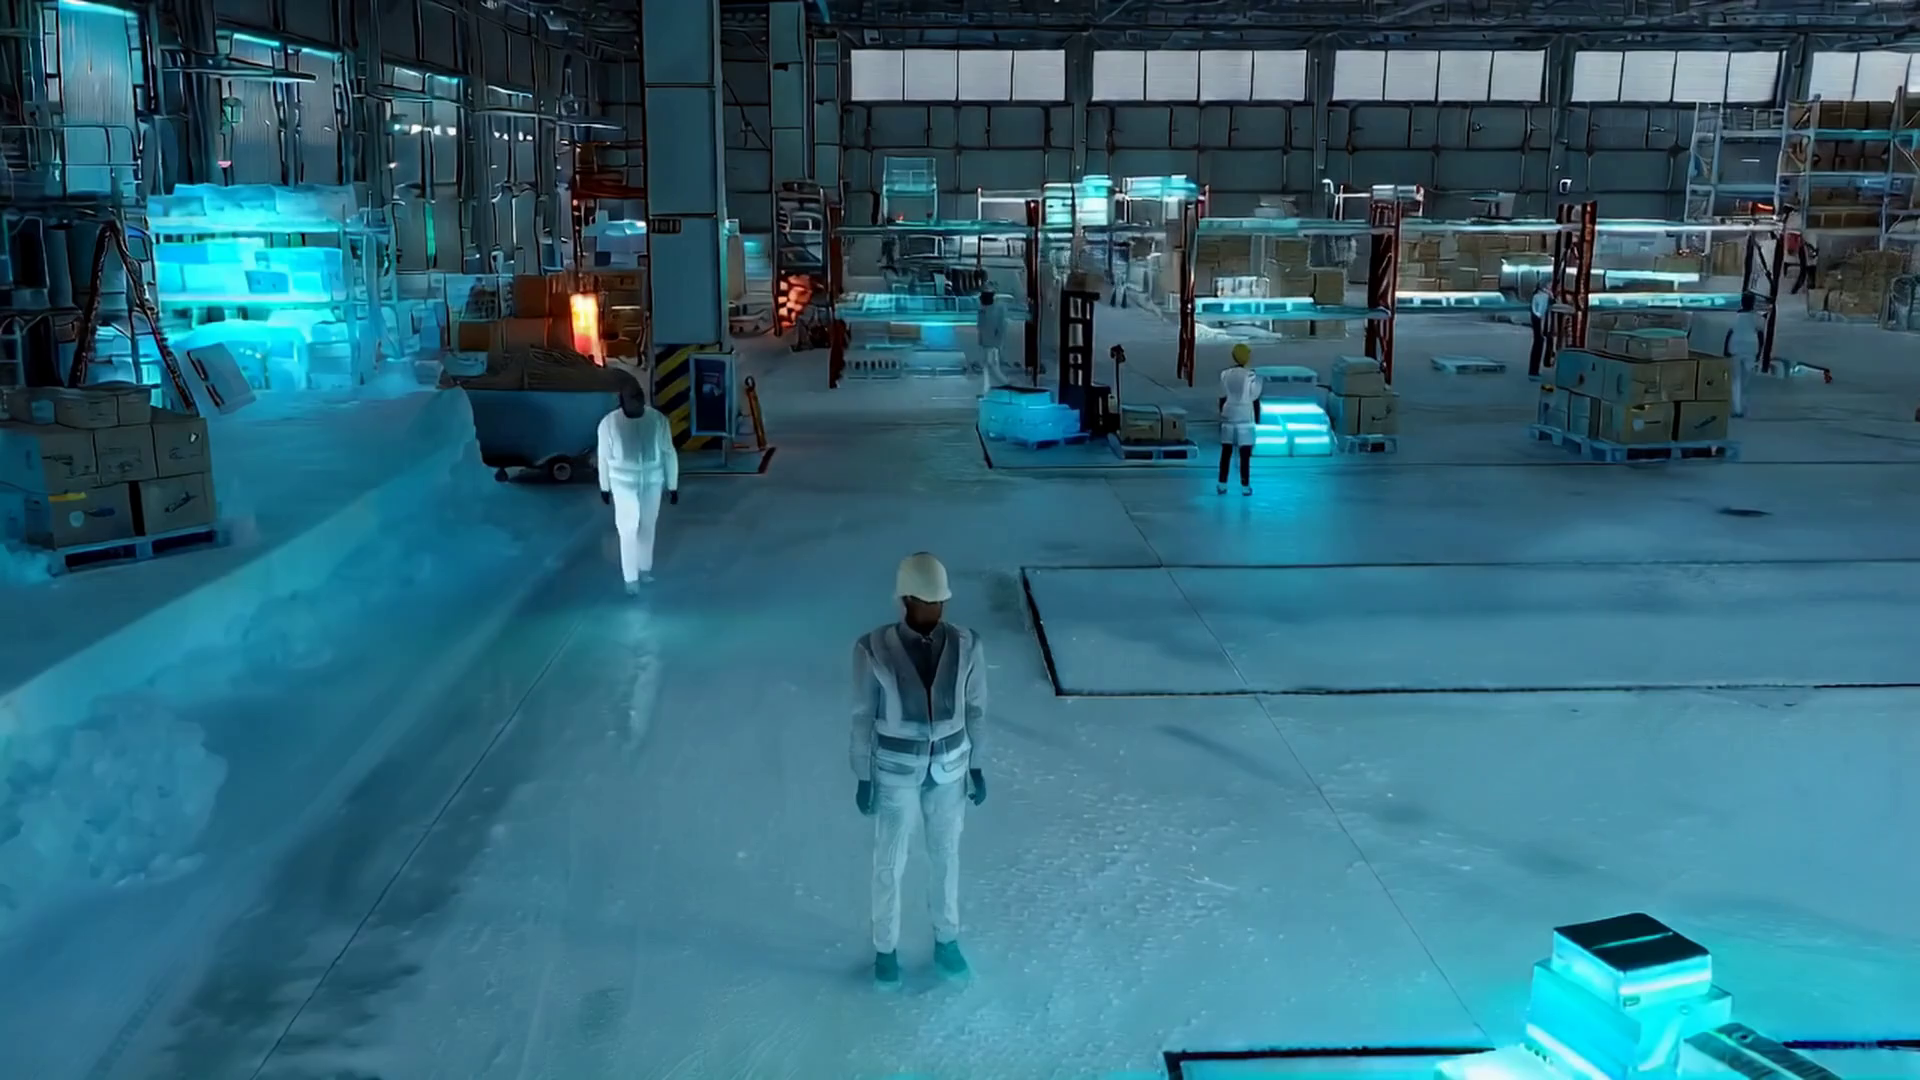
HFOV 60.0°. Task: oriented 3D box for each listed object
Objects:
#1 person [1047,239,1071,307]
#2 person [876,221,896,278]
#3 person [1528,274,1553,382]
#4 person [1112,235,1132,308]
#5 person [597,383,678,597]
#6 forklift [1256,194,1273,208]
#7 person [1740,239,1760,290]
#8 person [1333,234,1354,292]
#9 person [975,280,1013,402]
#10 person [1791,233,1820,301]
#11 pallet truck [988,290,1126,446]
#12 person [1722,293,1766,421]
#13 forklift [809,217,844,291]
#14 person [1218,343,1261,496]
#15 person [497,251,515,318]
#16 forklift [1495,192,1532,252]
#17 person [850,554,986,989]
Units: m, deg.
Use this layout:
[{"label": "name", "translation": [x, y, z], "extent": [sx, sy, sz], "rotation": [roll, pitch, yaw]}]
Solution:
[{"label": "person", "translation": [2.573, -6.905, 43.250], "extent": [0.593, 1.861, 0.746], "rotation": [-7, 14, -28]}, {"label": "person", "translation": [-2.417, -9.817, 56.259], "extent": [0.855, 1.916, 0.635], "rotation": [4, 13, 16]}, {"label": "person", "translation": [9.945, -3.629, 28.467], "extent": [0.346, 1.845, 0.505], "rotation": [3, 13, 15]}, {"label": "person", "translation": [4.269, -7.084, 43.871], "extent": [0.573, 1.926, 0.504], "rotation": [-4, 13, -19]}, {"label": "person", "translation": [-2.724, -0.434, 14.151], "extent": [0.636, 1.789, 0.938], "rotation": [-5, 13, -20]}, {"label": "forklift", "translation": [10.014, -9.992, 54.833], "extent": [1.873, 2.768, 1.129], "rotation": [0, 12, -2]}, {"label": "person", "translation": [23.969, -8.391, 50.472], "extent": [0.385, 1.629, 0.531], "rotation": [-11, 17, -42]}, {"label": "person", "translation": [11.493, -8.418, 49.902], "extent": [0.626, 1.927, 0.427], "rotation": [2, 13, 9]}, {"label": "person", "translation": [0.516, -3.102, 25.925], "extent": [0.561, 1.910, 0.612], "rotation": [-10, 16, -38]}, {"label": "person", "translation": [23.522, -7.578, 46.183], "extent": [0.598, 1.898, 0.720], "rotation": [-3, 13, -13]}, {"label": "pallet truck", "translation": [1.257, -2.299, 22.111], "extent": [1.885, 1.965, 0.823], "rotation": [-9, 15, -35]}, {"label": "person", "translation": [11.367, -2.669, 24.161], "extent": [0.557, 1.825, 0.932], "rotation": [4, 13, 18]}, {"label": "forklift", "translation": [-4.372, -8.620, 48.640], "extent": [1.873, 2.768, 1.129], "rotation": [0, 12, -2]}, {"label": "person", "translation": [3.101, -1.341, 18.496], "extent": [0.534, 1.692, 0.321], "rotation": [11, 16, 40]}, {"label": "person", "translation": [-11.174, -6.259, 40.830], "extent": [0.313, 1.634, 0.514], "rotation": [-10, 16, -38]}, {"label": "forklift", "translation": [19.625, -11.144, 60.035], "extent": [1.873, 2.768, 1.129], "rotation": [0, 12, -2]}, {"label": "person", "translation": [-0.175, 1.005, 7.307], "extent": [0.617, 1.945, 0.397], "rotation": [-4, 13, -16]}]
